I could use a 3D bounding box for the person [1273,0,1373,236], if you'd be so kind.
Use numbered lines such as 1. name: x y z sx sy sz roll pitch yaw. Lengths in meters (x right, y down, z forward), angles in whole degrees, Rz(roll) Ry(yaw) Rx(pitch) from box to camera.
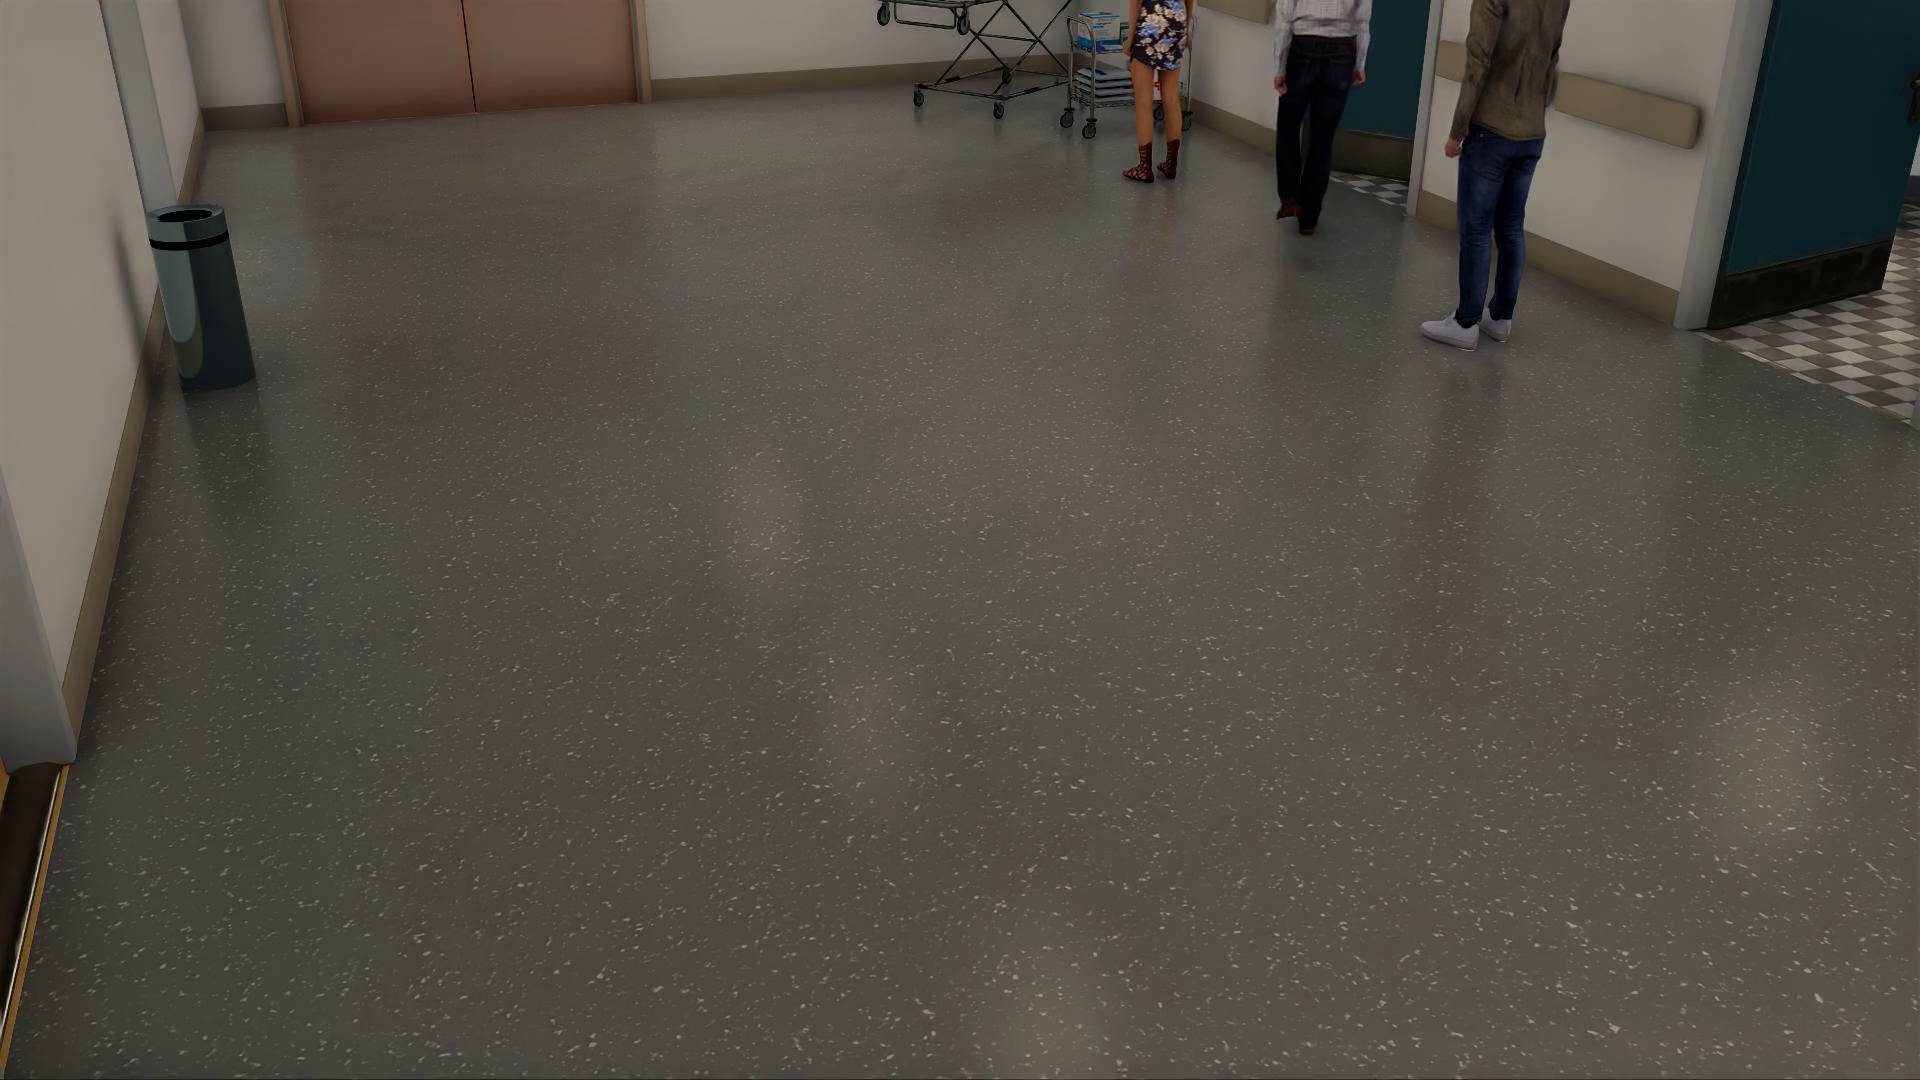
1. person: 1.892 -2.497 8.746 0.795 1.809 0.834 5 26 10

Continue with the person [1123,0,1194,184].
1. person: 1.183 -3.027 9.932 0.619 1.733 0.528 -12 28 -23

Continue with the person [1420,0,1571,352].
1. person: 2.327 -1.743 7.117 0.744 1.866 0.643 -14 29 -27
